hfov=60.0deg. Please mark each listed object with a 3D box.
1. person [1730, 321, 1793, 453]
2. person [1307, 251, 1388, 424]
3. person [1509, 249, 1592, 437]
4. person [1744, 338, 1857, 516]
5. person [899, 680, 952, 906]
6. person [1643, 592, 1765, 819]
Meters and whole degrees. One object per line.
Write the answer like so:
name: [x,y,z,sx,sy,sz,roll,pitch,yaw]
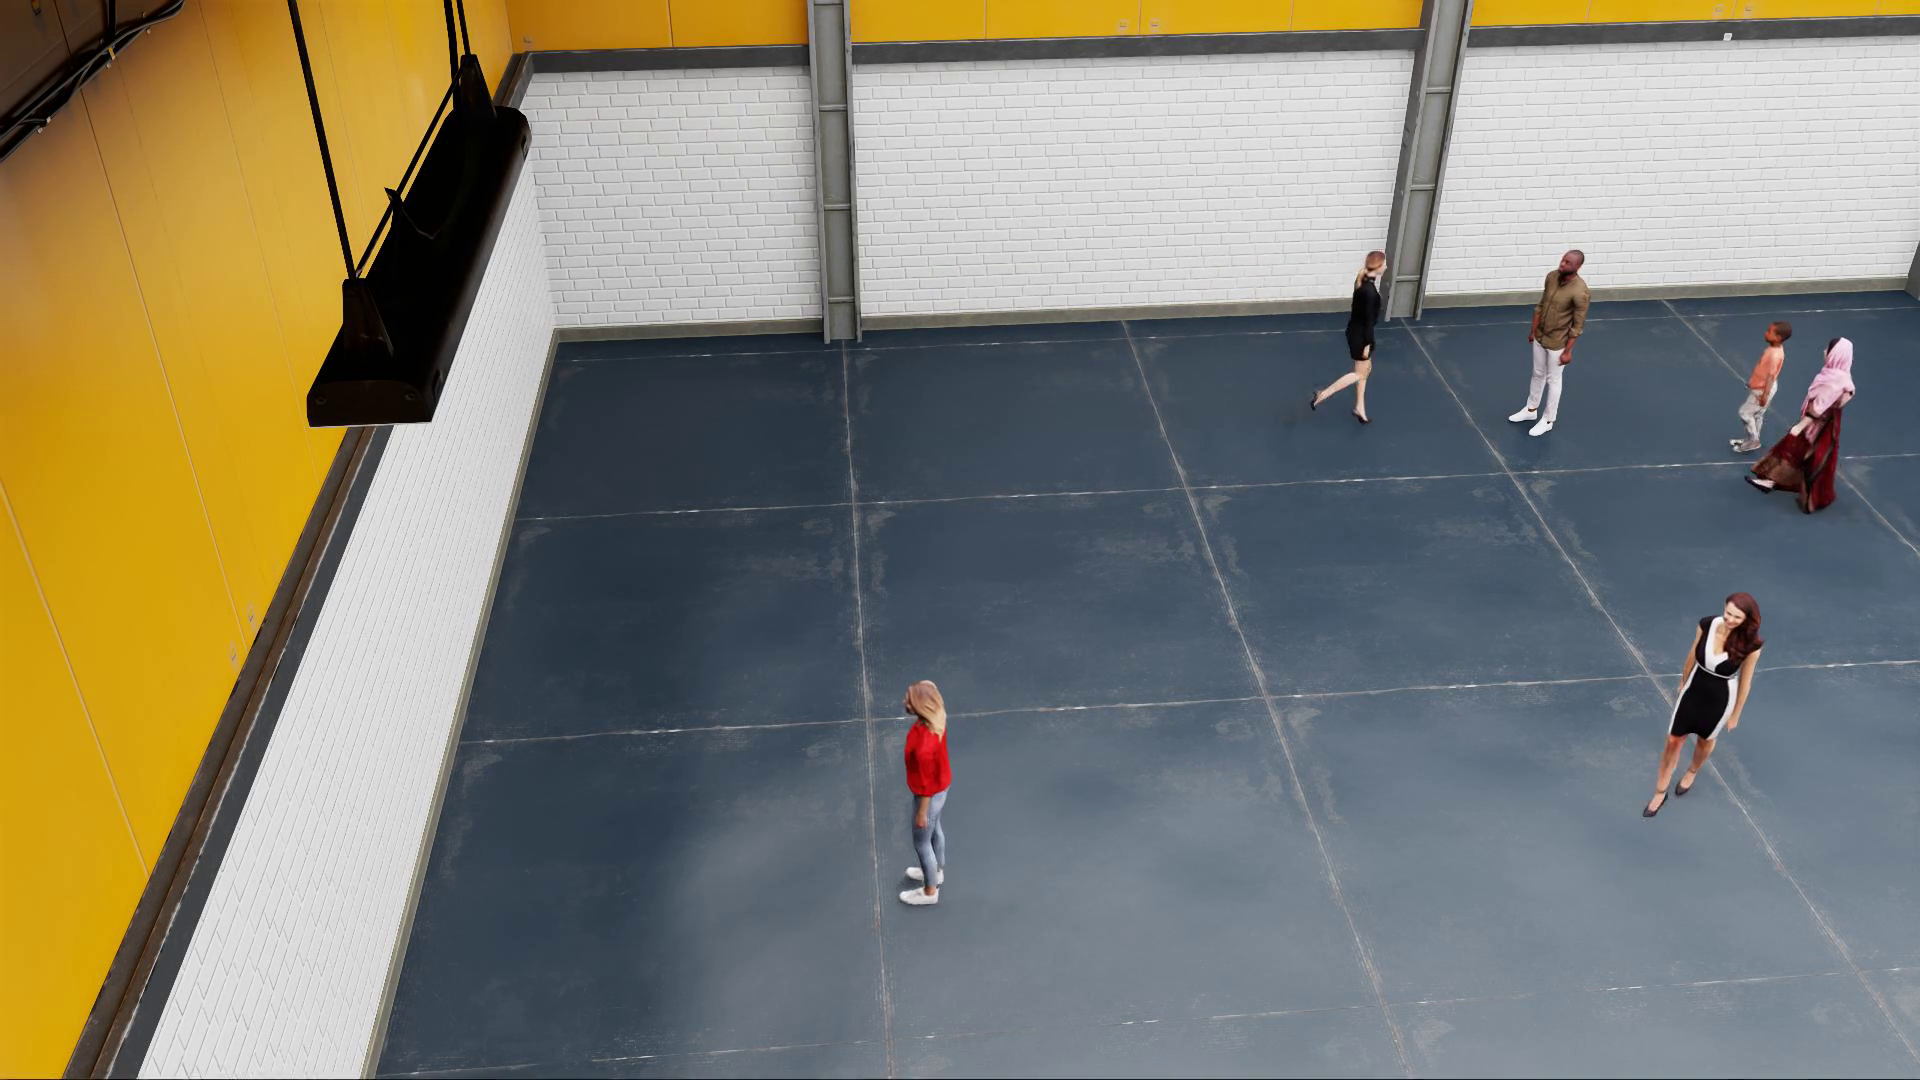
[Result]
person: [7.409,-1.388,15.212,0.610,1.302,0.569,16,37,23]
person: [3.656,-1.852,15.510,0.897,1.746,0.580,-2,34,-3]
person: [5.521,-1.863,15.455,0.703,1.824,0.785,-13,36,-19]
person: [7.471,-0.966,14.277,1.092,1.633,0.927,13,36,19]
person: [-0.172,1.568,10.401,0.619,1.704,0.676,4,34,6]
person: [5.039,1.039,11.133,0.913,1.775,0.994,28,43,35]
